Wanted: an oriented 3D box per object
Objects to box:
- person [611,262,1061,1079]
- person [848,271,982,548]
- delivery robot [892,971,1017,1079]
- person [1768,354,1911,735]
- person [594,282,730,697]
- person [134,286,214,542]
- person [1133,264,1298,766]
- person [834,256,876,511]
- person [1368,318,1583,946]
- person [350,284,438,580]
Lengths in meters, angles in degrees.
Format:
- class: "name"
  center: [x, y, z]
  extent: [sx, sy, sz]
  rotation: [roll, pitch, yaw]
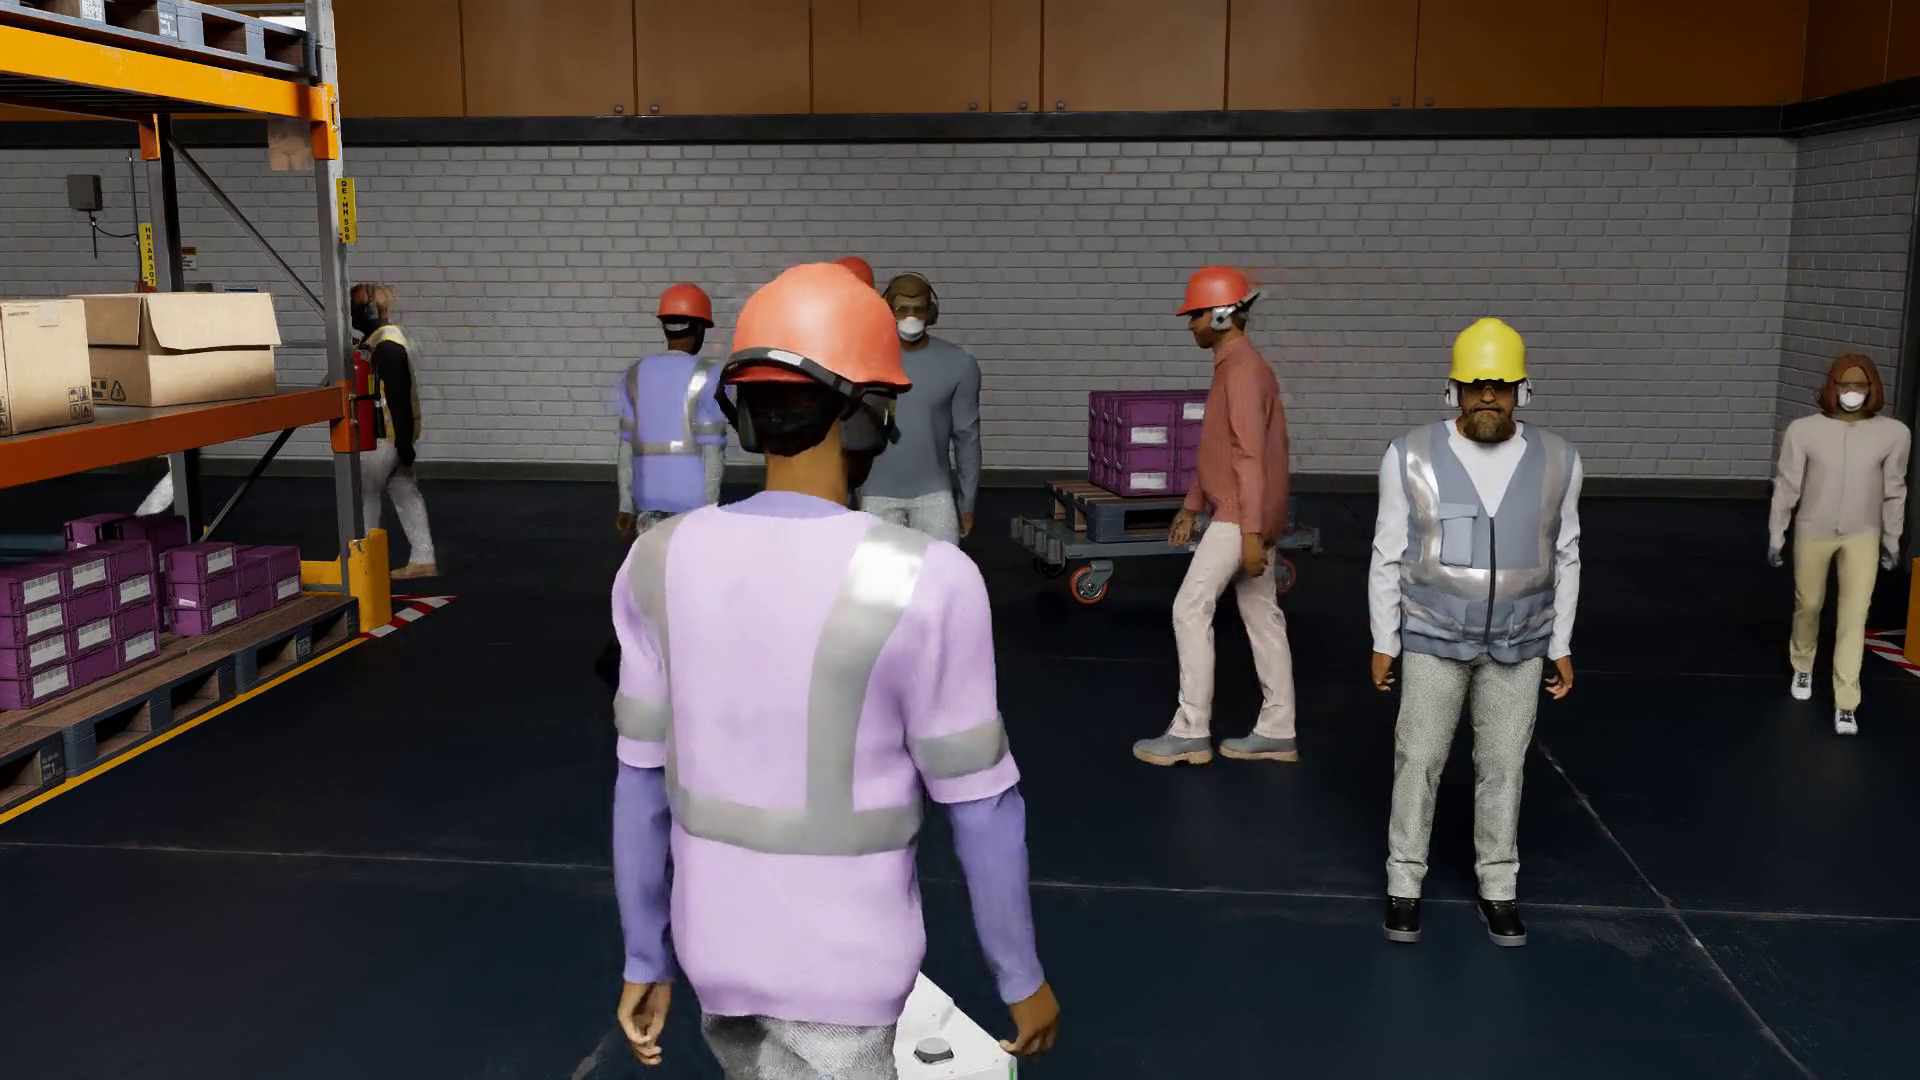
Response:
- class: "person"
  center: [-0.180, 0.594, 2.539]
  extent: [0.627, 1.992, 0.986]
  rotation: [7, 12, 33]
- class: "person"
  center: [-0.233, -0.162, 7.053]
  extent: [0.649, 1.931, 0.452]
  rotation: [0, 10, 1]
- class: "delivery robot"
  center: [-0.174, 1.087, 3.568]
  extent: [0.477, 0.478, 0.707]
  rotation: [-5, 11, -27]
- class: "person"
  center: [3.783, -0.015, 7.196]
  extent: [0.524, 1.588, 0.874]
  rotation: [4, 11, 22]
- class: "person"
  center: [-1.310, -0.176, 7.288]
  extent: [0.555, 1.893, 0.801]
  rotation: [4, 11, 21]
- class: "person"
  center: [-5.160, -0.790, 10.832]
  extent: [0.635, 1.875, 0.598]
  rotation: [-2, 10, -14]
- class: "person"
  center: [1.004, -0.089, 6.544]
  extent: [0.796, 1.955, 0.619]
  rotation: [3, 10, 14]
- class: "person"
  center: [-0.540, -0.412, 8.308]
  extent: [0.622, 1.991, 0.399]
  rotation: [-1, 10, -3]
- class: "person"
  center: [1.488, 0.277, 4.821]
  extent: [0.599, 1.830, 0.404]
  rotation: [1, 10, 6]
- class: "person"
  center: [-3.572, -0.622, 10.037]
  extent: [0.815, 1.815, 0.642]
  rotation: [-4, 11, -23]
